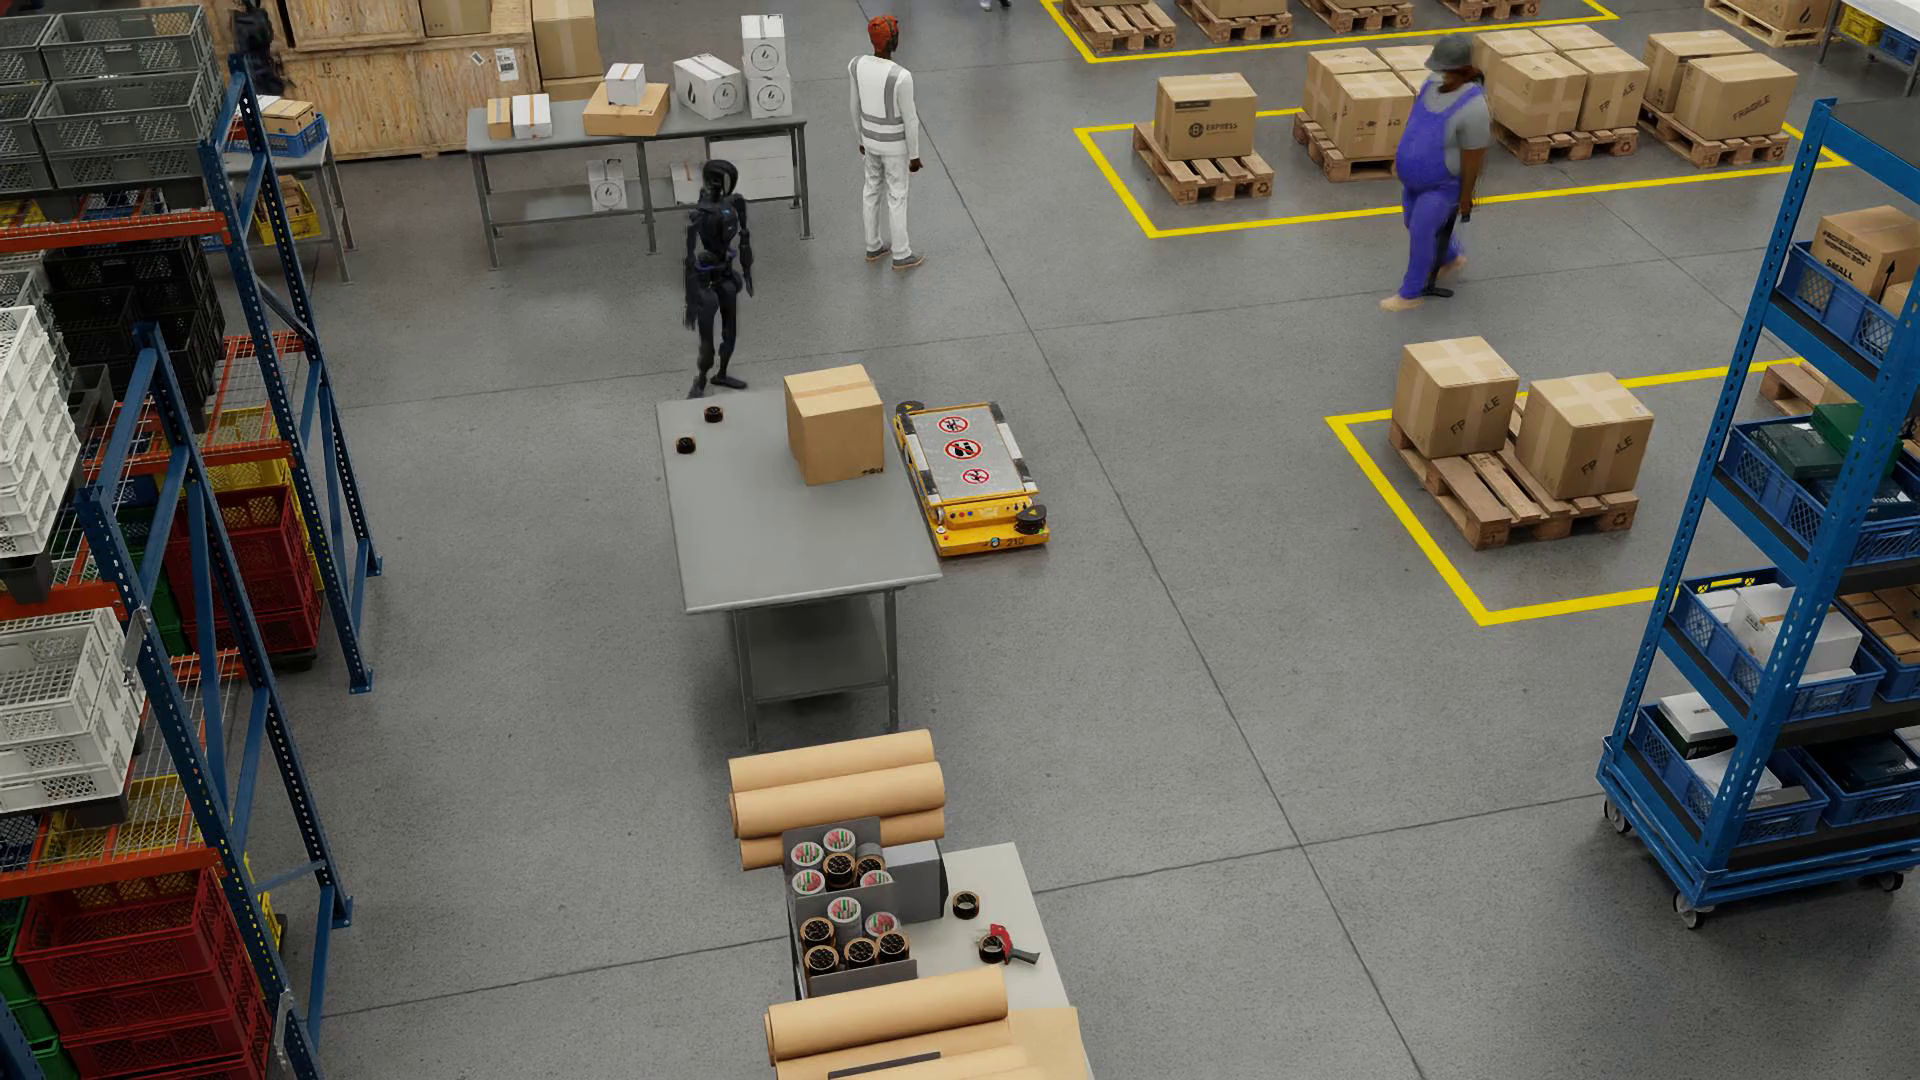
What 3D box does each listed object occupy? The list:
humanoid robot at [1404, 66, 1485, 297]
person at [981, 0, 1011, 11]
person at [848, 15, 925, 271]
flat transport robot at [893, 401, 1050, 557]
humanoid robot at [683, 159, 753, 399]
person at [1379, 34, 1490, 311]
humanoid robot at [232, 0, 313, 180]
[{"bbox_3d":[3.468,-2.551,11.791,0.311,1.656,0.609,-7,37,-9],"label":"humanoid robot"},{"bbox_3d":[0.312,-6.271,16.610,0.595,1.904,0.438,-1,37,-2],"label":"person"},{"bbox_3d":[-0.525,-2.864,12.051,0.574,1.882,0.356,24,43,29],"label":"person"},{"bbox_3d":[0.046,-0.430,10.108,0.652,0.197,1.431,-8,37,-10],"label":"flat transport robot"},{"bbox_3d":[-1.569,-1.634,10.572,0.374,1.644,0.632,22,42,27],"label":"humanoid robot"},{"bbox_3d":[3.385,-2.591,11.553,0.752,2.000,0.689,-10,38,-13],"label":"person"},{"bbox_3d":[-5.555,-3.634,13.259,0.411,1.653,0.612,1,37,2],"label":"humanoid robot"}]
